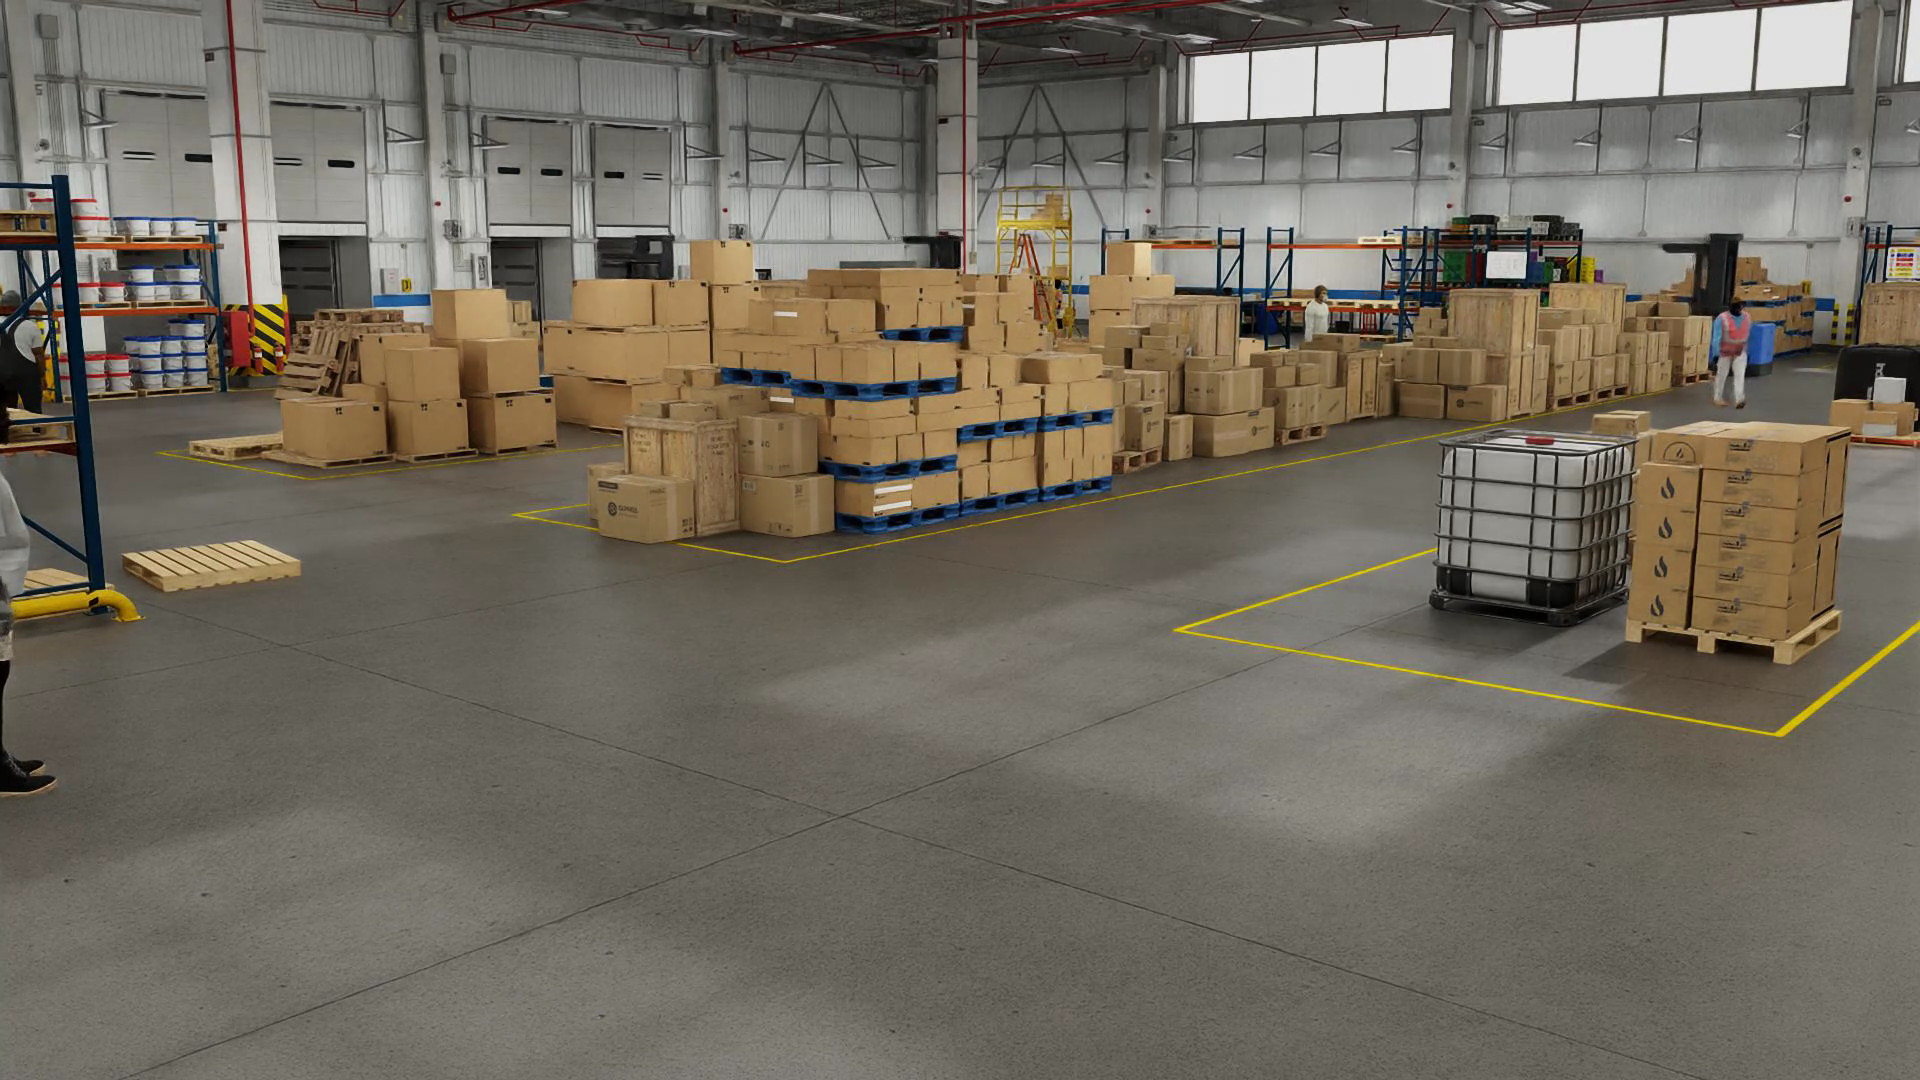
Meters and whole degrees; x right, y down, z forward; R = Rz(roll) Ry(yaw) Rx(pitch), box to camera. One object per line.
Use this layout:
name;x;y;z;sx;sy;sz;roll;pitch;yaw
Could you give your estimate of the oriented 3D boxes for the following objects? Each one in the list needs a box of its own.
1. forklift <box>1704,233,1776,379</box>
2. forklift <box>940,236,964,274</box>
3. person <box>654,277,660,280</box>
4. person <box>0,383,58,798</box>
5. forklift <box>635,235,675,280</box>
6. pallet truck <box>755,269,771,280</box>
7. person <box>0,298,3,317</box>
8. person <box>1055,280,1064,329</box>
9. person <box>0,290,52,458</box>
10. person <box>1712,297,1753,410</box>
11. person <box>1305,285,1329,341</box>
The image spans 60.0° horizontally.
forklift;14.974;-4.625;32.725;1.873;2.768;1.129;8;13;40
forklift;-0.199;-5.731;39.024;1.873;2.768;1.129;2;10;14
person;-6.510;-4.725;36.021;0.635;1.928;0.383;-4;11;-23
person;-4.531;0.216;7.763;0.373;1.966;0.605;-6;12;-33
forklift;-6.605;-5.251;36.289;1.129;2.768;1.873;8;12;37
pallet truck;-4.996;-6.432;45.525;1.885;1.965;0.823;-6;12;-32
person;-18.215;-3.933;31.498;0.384;1.925;0.593;-3;11;-18
person;2.748;-6.464;46.560;0.322;1.698;0.533;0;10;-2
person;-11.504;-2.026;20.316;0.689;2.000;0.537;-2;10;-12
person;12.308;-2.975;26.486;0.685;1.775;0.968;0;10;2
person;6.076;-3.376;28.346;0.388;1.932;0.622;8;13;39
